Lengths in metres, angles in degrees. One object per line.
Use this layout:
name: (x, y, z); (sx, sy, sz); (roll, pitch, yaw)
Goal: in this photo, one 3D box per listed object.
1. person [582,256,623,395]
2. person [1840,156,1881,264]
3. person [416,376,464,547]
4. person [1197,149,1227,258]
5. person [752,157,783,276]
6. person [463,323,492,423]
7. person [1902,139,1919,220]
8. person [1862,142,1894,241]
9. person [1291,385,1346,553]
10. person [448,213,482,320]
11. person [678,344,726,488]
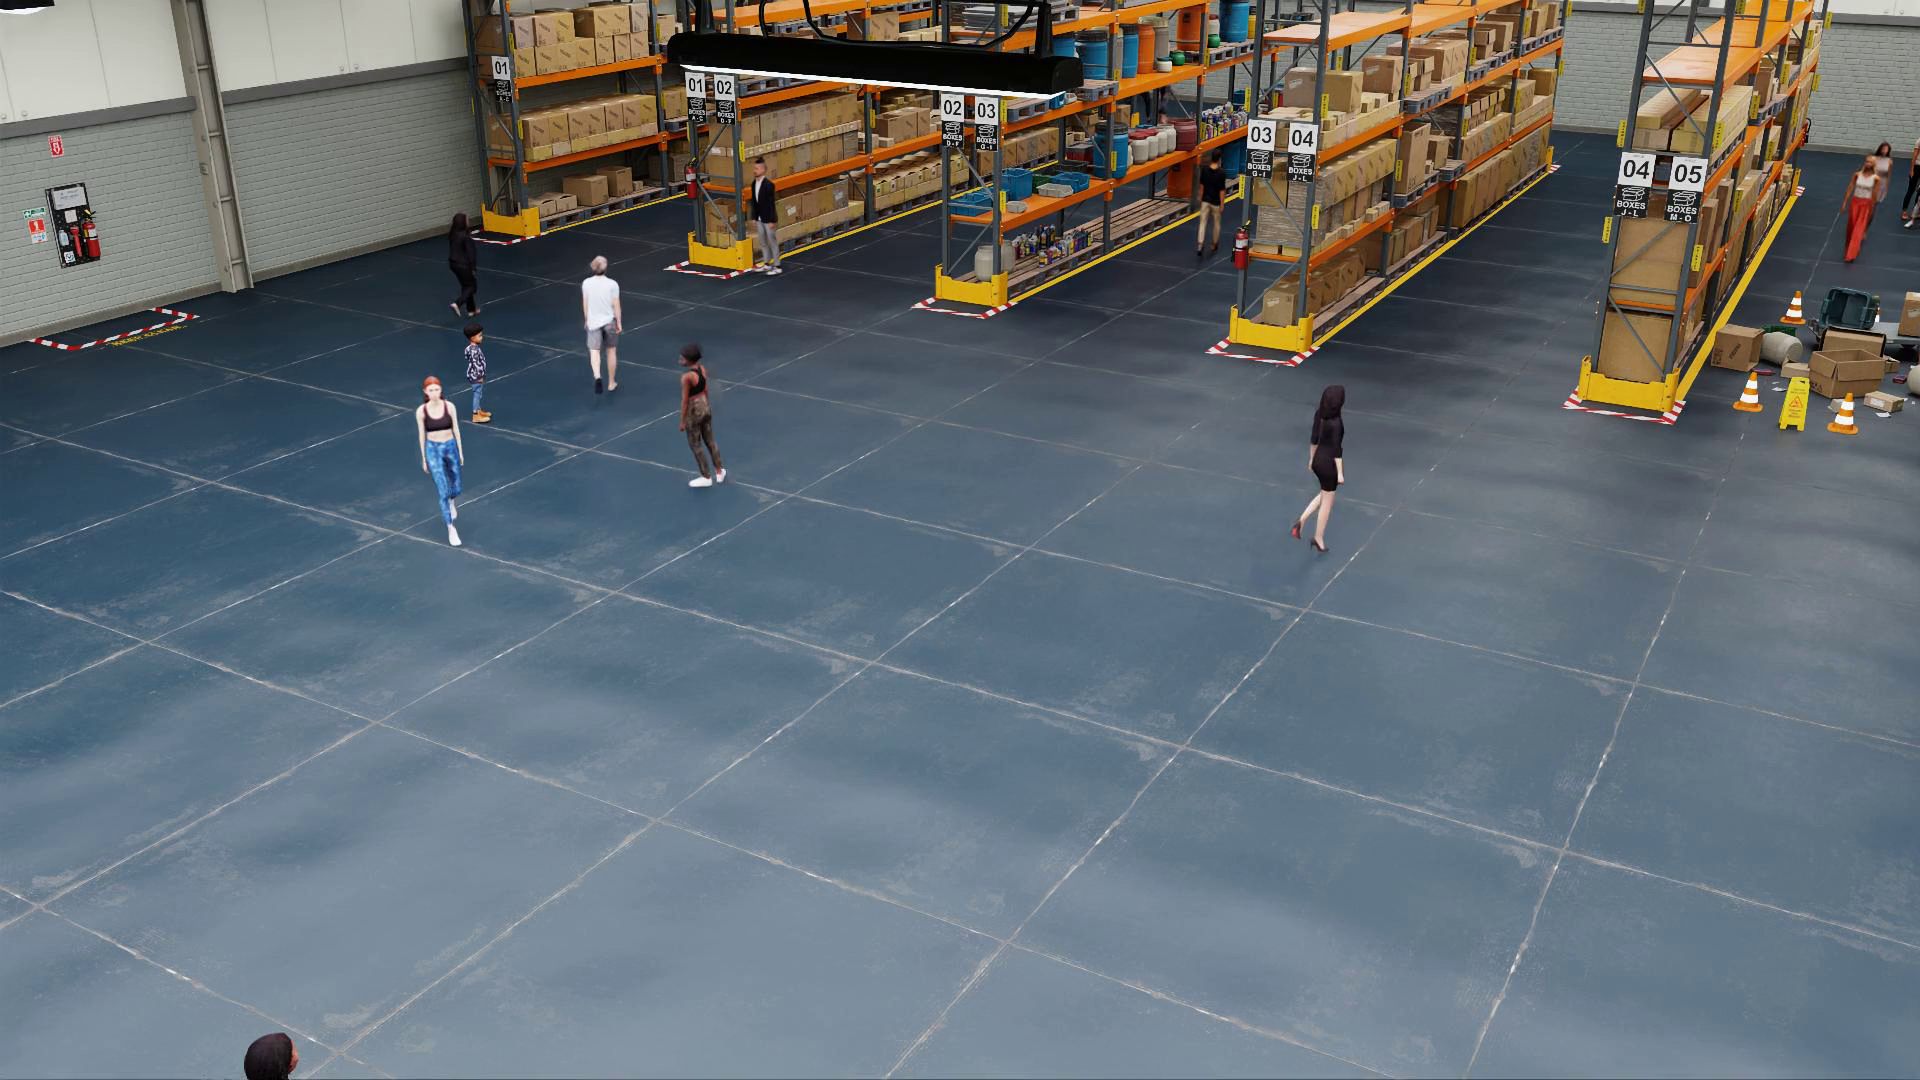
person: (-4.690, -2.774, 21.694); (0.973, 1.818, 1.089); (-2, 23, -4)
person: (15.512, -5.715, 28.644); (1.048, 1.790, 0.823); (-20, 30, -38)
person: (-5.376, -0.857, 17.241); (0.982, 1.773, 0.947); (-11, 25, -24)
person: (4.323, -5.810, 28.824); (0.820, 1.824, 1.198); (6, 24, 15)
person: (-3.212, -5.402, 27.718); (0.710, 1.940, 0.772); (-20, 30, -39)
person: (-6.065, -2.100, 20.833); (0.630, 1.250, 0.562); (-4, 23, -10)
person: (18.320, -7.032, 31.697); (0.666, 1.825, 0.677); (0, 23, 1)
person: (16.560, -6.322, 30.125); (0.615, 1.749, 0.764); (9, 25, 20)
person: (3.624, -0.693, 16.834); (0.862, 1.790, 0.804); (-5, 24, -13)
person: (-7.549, -4.090, 25.075); (0.621, 1.594, 0.878); (14, 27, 29)
person: (-2.908, -1.392, 18.631); (0.832, 1.671, 0.462); (16, 28, 33)
